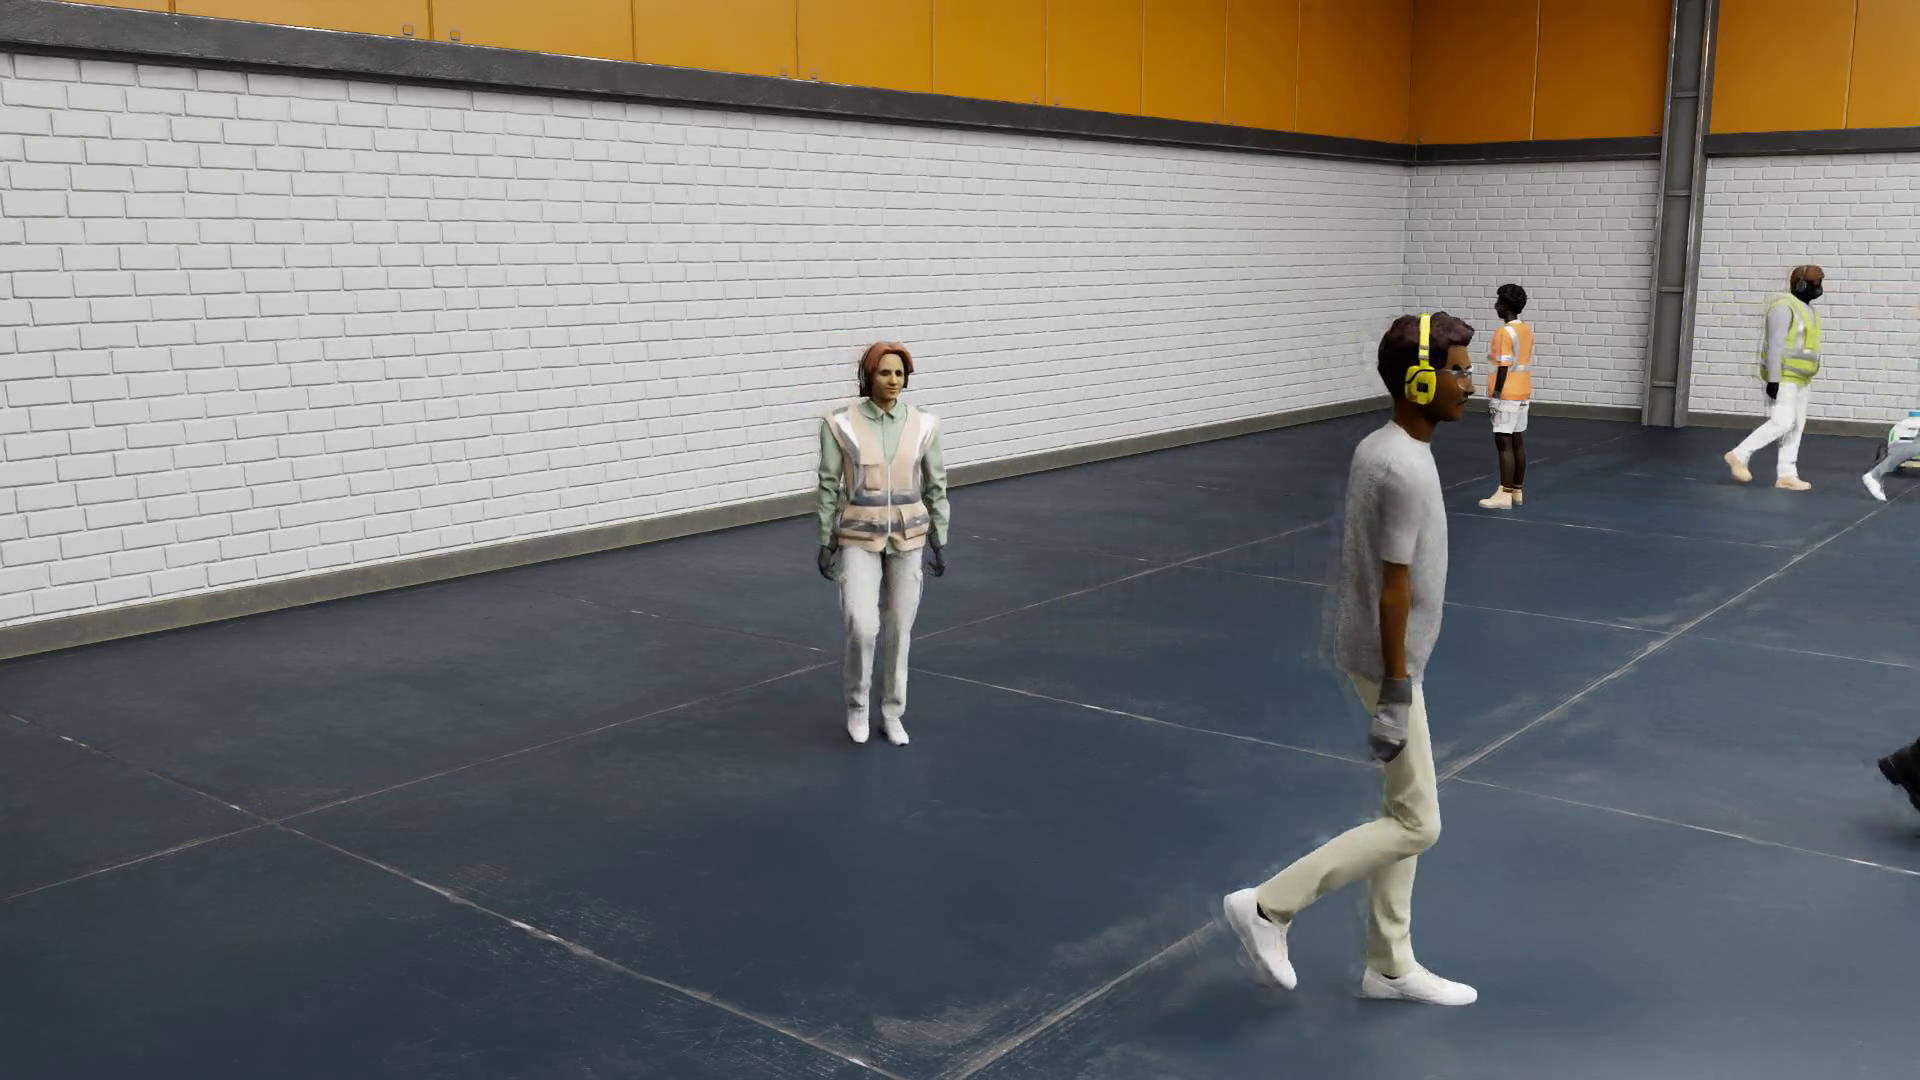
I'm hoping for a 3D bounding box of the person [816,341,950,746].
[{"bbox_3d":[-0.298,0.029,6.601,0.536,1.629,0.396,-3,11,-16],"label":"person"}]

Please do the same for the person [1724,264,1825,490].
[{"bbox_3d":[6.665,-1.315,13.498,0.653,1.832,0.570,-8,13,-38],"label":"person"}]

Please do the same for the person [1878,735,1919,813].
[{"bbox_3d":[3.360,0.129,5.334,0.549,1.892,0.599,10,14,43],"label":"person"}]

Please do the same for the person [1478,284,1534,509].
[{"bbox_3d":[4.142,-1.084,12.588,0.317,1.695,0.540,8,13,38],"label":"person"}]

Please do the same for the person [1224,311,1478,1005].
[{"bbox_3d":[1.059,0.333,4.331,0.581,1.854,0.504,1,10,8],"label":"person"}]

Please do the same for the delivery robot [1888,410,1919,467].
[{"bbox_3d":[8.223,-0.878,14.351,0.477,0.478,0.707,6,12,31],"label":"delivery robot"}]

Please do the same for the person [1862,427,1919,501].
[{"bbox_3d":[7.413,-1.052,12.695,0.796,1.599,0.522,7,12,33],"label":"person"}]
